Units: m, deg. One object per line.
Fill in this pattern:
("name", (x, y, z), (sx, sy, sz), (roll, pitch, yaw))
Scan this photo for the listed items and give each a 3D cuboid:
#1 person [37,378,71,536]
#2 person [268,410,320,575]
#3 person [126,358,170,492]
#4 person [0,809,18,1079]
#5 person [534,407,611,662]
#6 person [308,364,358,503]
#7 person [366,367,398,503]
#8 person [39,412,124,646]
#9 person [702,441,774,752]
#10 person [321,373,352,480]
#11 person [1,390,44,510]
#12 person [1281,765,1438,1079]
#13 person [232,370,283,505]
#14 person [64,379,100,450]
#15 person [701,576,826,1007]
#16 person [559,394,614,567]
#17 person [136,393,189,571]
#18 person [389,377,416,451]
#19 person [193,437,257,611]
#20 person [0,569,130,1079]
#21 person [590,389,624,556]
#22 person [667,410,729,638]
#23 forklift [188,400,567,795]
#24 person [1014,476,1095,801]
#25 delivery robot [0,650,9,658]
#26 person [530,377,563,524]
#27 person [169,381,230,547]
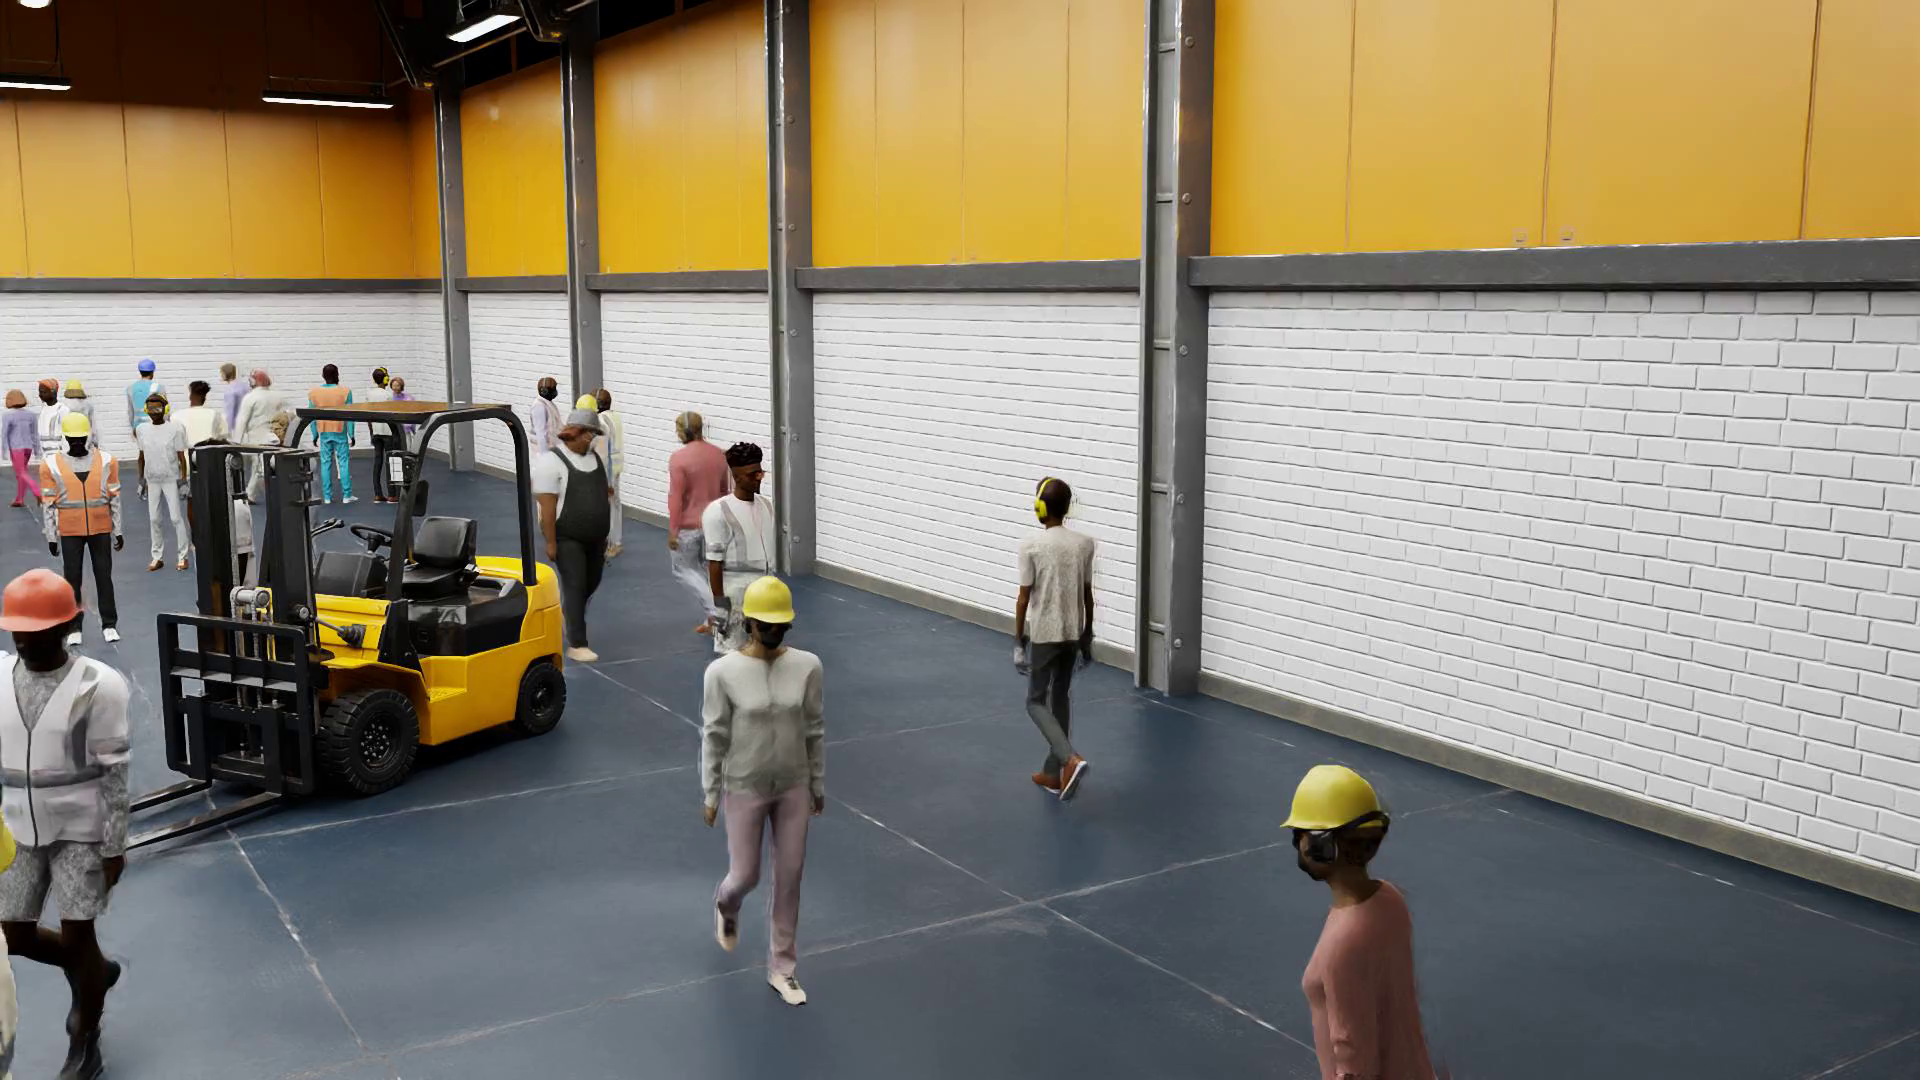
("person", (-10.745, -0.981, 19.779), (0.579, 1.880, 0.354), (7, 11, 38))
("person", (-5.395, -0.083, 13.503), (0.357, 1.938, 0.636), (-7, 11, -40))
("person", (-11.708, -1.651, 24.061), (0.611, 1.947, 0.397), (1, 9, 8))
("person", (-2.218, 1.399, 3.748), (0.628, 1.875, 0.622), (-1, 8, -6))
("person", (-3.113, -0.098, 13.267), (0.814, 2.000, 0.726), (6, 10, 34))
("person", (-8.606, -1.454, 22.826), (0.589, 1.915, 0.399), (0, 8, -3))
("person", (-7.906, -1.439, 22.861), (0.513, 1.877, 0.328), (4, 9, 22))
("person", (-7.184, -0.091, 13.648), (0.581, 1.919, 0.393), (-6, 10, -35))
("person", (-1.346, 0.363, 10.429), (0.366, 1.960, 0.603), (5, 10, 31))
("person", (-9.690, -1.804, 25.684), (0.532, 1.768, 0.311), (1, 9, 8))
("person", (-12.483, -1.202, 22.175), (0.756, 1.610, 0.505), (3, 9, 18))
("person", (0.998, 1.423, 4.107), (0.926, 1.713, 0.551), (5, 10, 32))
("person", (-9.449, -1.359, 22.389), (0.999, 1.855, 0.640), (2, 9, 15))
("person", (-12.160, -1.383, 23.069), (0.874, 1.701, 0.491), (2, 9, 14))
("person", (-0.813, 0.995, 6.848), (0.539, 1.748, 0.573), (-4, 9, -27))
("person", (-3.882, -0.607, 17.391), (0.595, 1.831, 0.403), (-8, 11, -42))
("person", (-8.269, -0.596, 17.251), (0.511, 1.860, 0.341), (0, 8, -1))
("person", (-8.373, -1.612, 24.828), (0.515, 1.636, 0.315), (-4, 9, -27))
("person", (-4.752, 0.311, 10.762), (0.367, 1.964, 0.604), (-6, 10, -36))
("person", (-3.260, 1.033, 6.059), (0.566, 1.917, 0.574), (0, 8, 2))
("person", (-3.910, -0.738, 18.250), (0.430, 1.843, 0.625), (1, 8, 6))
("person", (-2.127, -0.104, 13.700), (0.485, 1.924, 0.677), (6, 10, 35))
("forklift", (-3.529, 0.258, 10.348), (1.214, 2.155, 2.313), (4, 9, 25))
("person", (0.568, 0.570, 9.408), (0.526, 1.851, 0.670), (-4, 9, -26))
("delivery robot", (-6.596, 0.913, 11.093), (0.477, 0.478, 0.707), (-2, 10, -18))
("person", (-5.146, -1.117, 20.805), (0.429, 1.841, 0.634), (0, 8, -3))
("person", (-8.500, -0.822, 18.590), (0.648, 1.897, 1.029), (-4, 10, -28))
